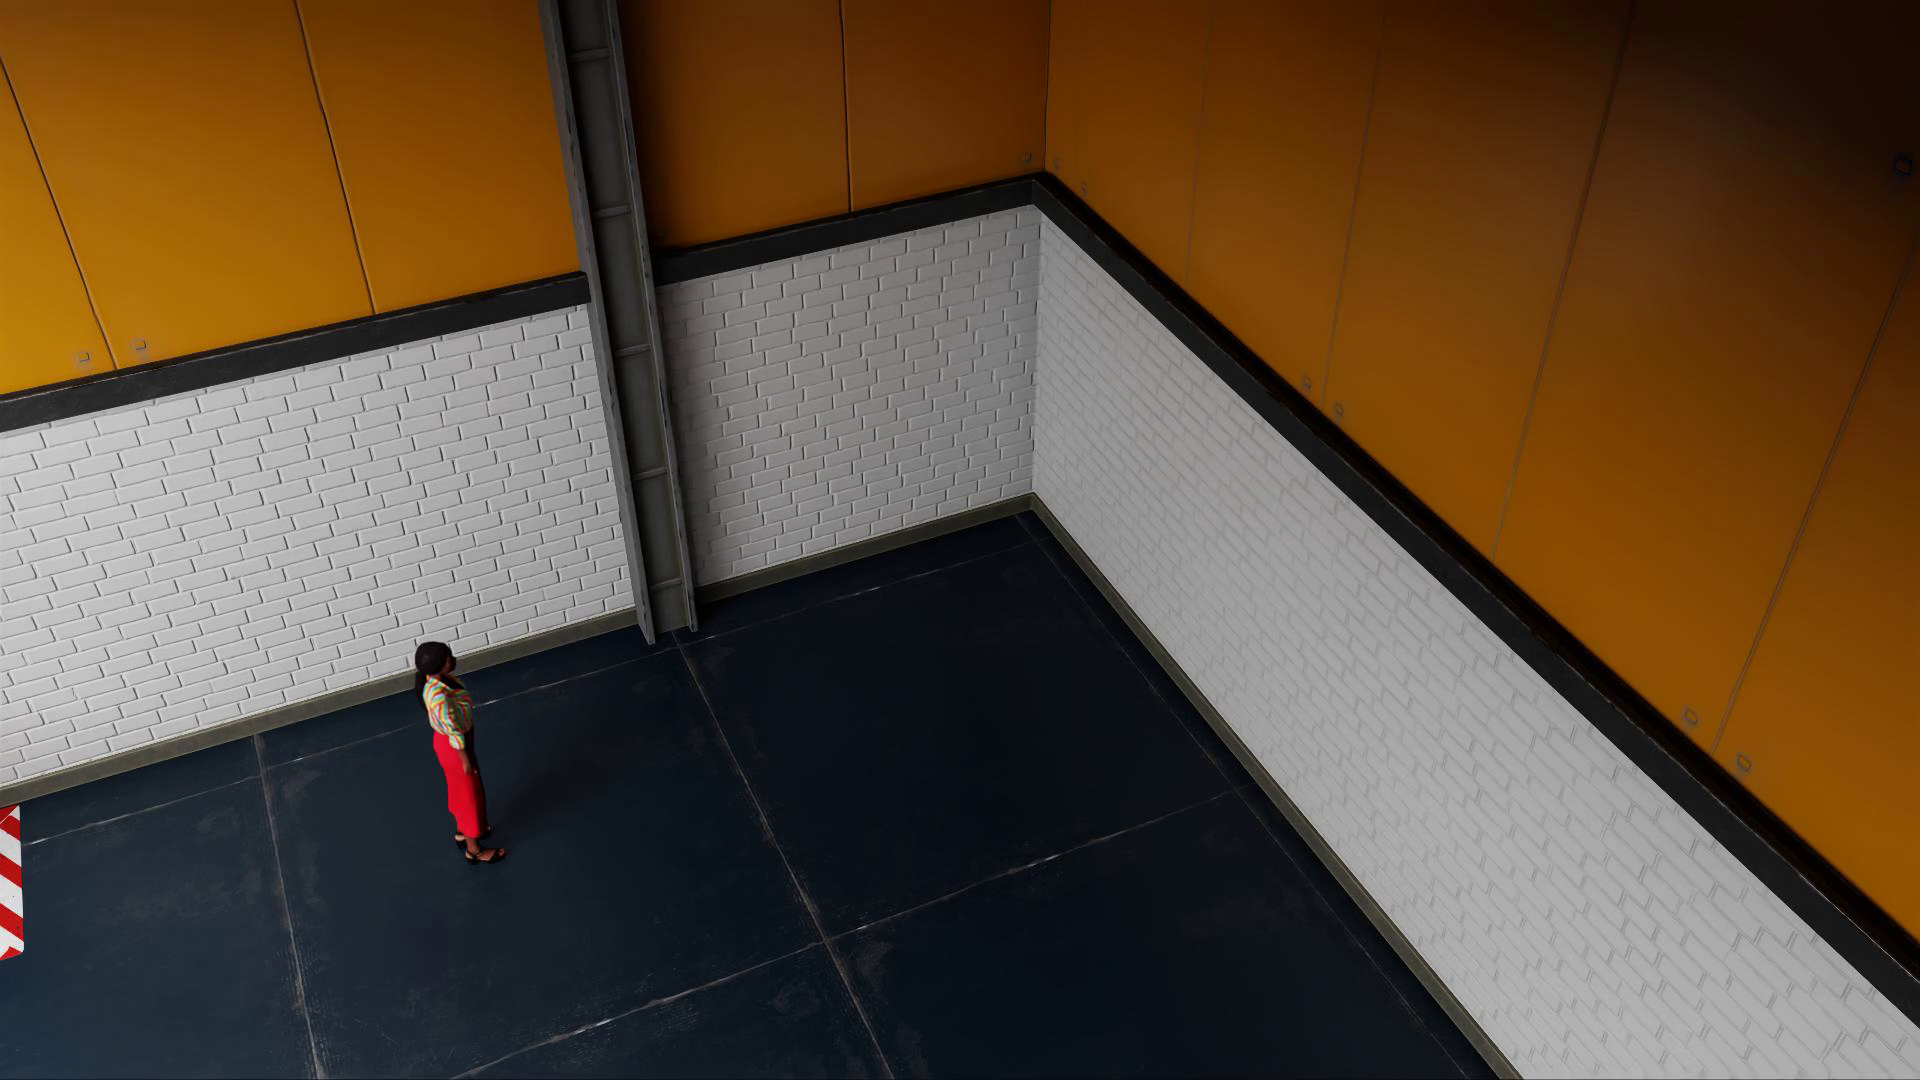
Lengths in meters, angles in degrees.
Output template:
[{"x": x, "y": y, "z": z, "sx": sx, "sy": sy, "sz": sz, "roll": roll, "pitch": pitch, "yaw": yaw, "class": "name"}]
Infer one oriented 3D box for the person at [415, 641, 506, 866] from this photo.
[{"x": -3.147, "y": 1.320, "z": 10.376, "sx": 0.560, "sy": 1.792, "sz": 0.618, "roll": -21, "pitch": 43, "yaw": -24, "class": "person"}]
